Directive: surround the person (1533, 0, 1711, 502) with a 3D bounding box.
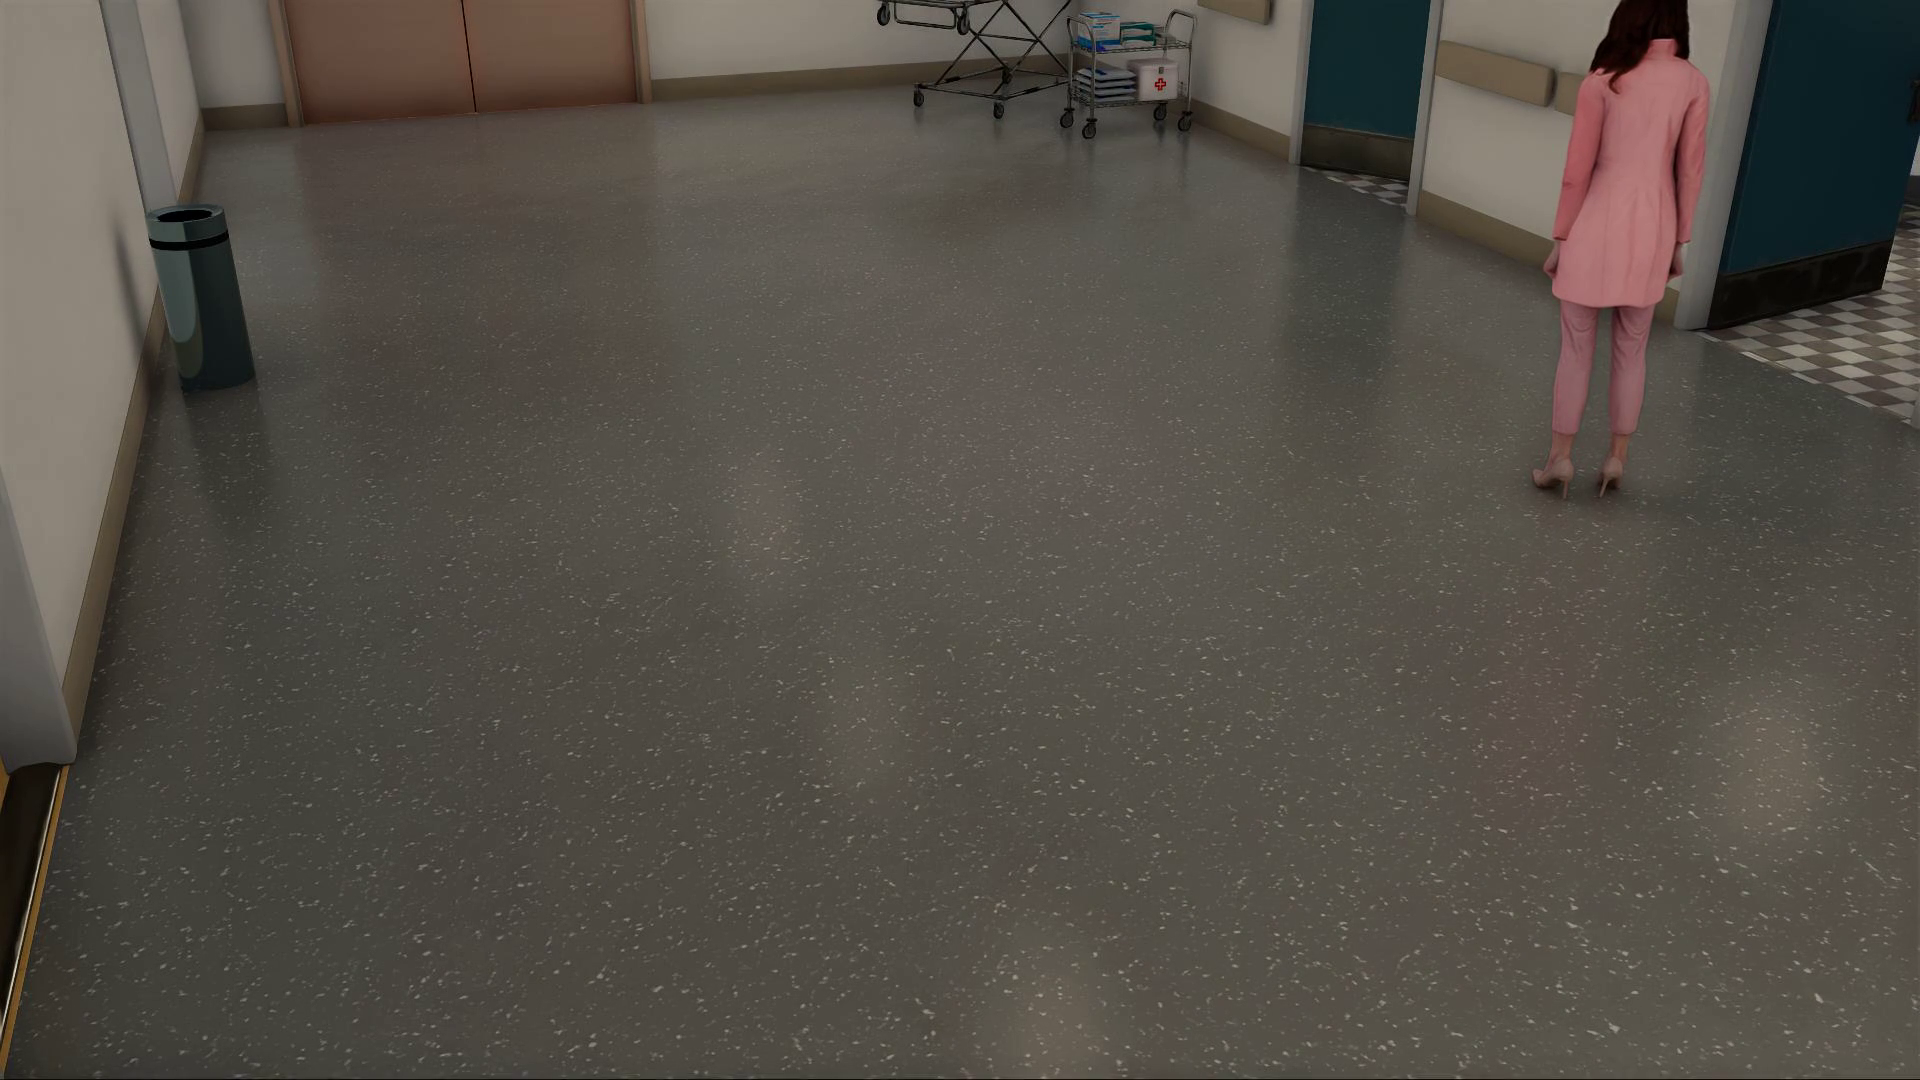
[{"bbox_3d":[2.227,-1.000,5.649,0.688,1.801,0.663,2,26,4],"label":"person"}]
